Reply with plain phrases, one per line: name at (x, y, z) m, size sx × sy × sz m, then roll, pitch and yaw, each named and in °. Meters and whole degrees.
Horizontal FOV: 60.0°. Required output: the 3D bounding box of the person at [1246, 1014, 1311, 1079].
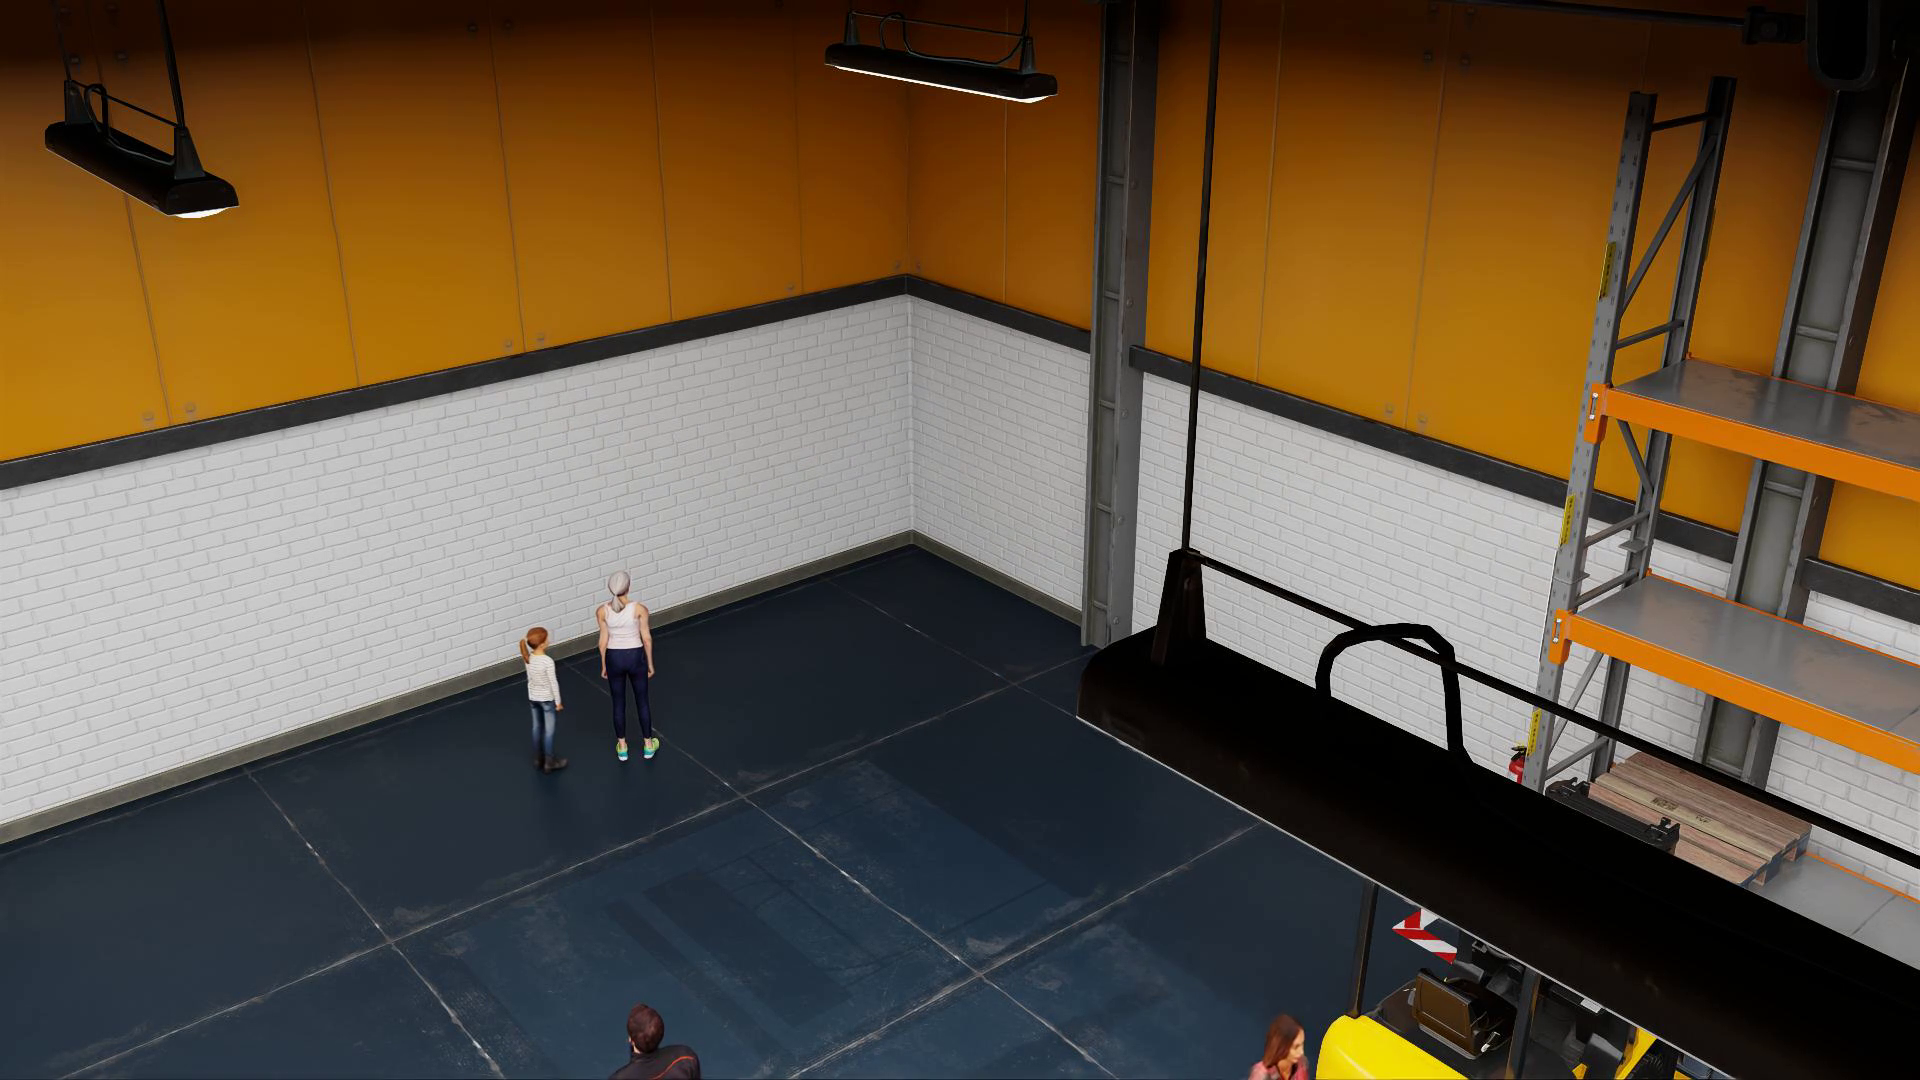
person at (1.616, 3.239, 9.027) m, size 0.670 × 1.685 × 0.865 m, roll -15°, pitch 28°, yaw -30°

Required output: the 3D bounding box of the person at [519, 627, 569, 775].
person at (-3.489, 1.327, 13.863) m, size 0.488 × 1.313 × 0.589 m, roll 13°, pitch 27°, yaw 27°

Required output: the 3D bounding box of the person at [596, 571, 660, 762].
person at (-2.811, 1.052, 14.010) m, size 0.685 × 1.701 × 0.715 m, roll -2°, pitch 24°, yaw -5°

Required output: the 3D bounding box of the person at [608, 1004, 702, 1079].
person at (-1.611, 3.241, 8.829) m, size 0.712 × 1.839 × 0.541 m, roll -18°, pitch 30°, yaw -36°
